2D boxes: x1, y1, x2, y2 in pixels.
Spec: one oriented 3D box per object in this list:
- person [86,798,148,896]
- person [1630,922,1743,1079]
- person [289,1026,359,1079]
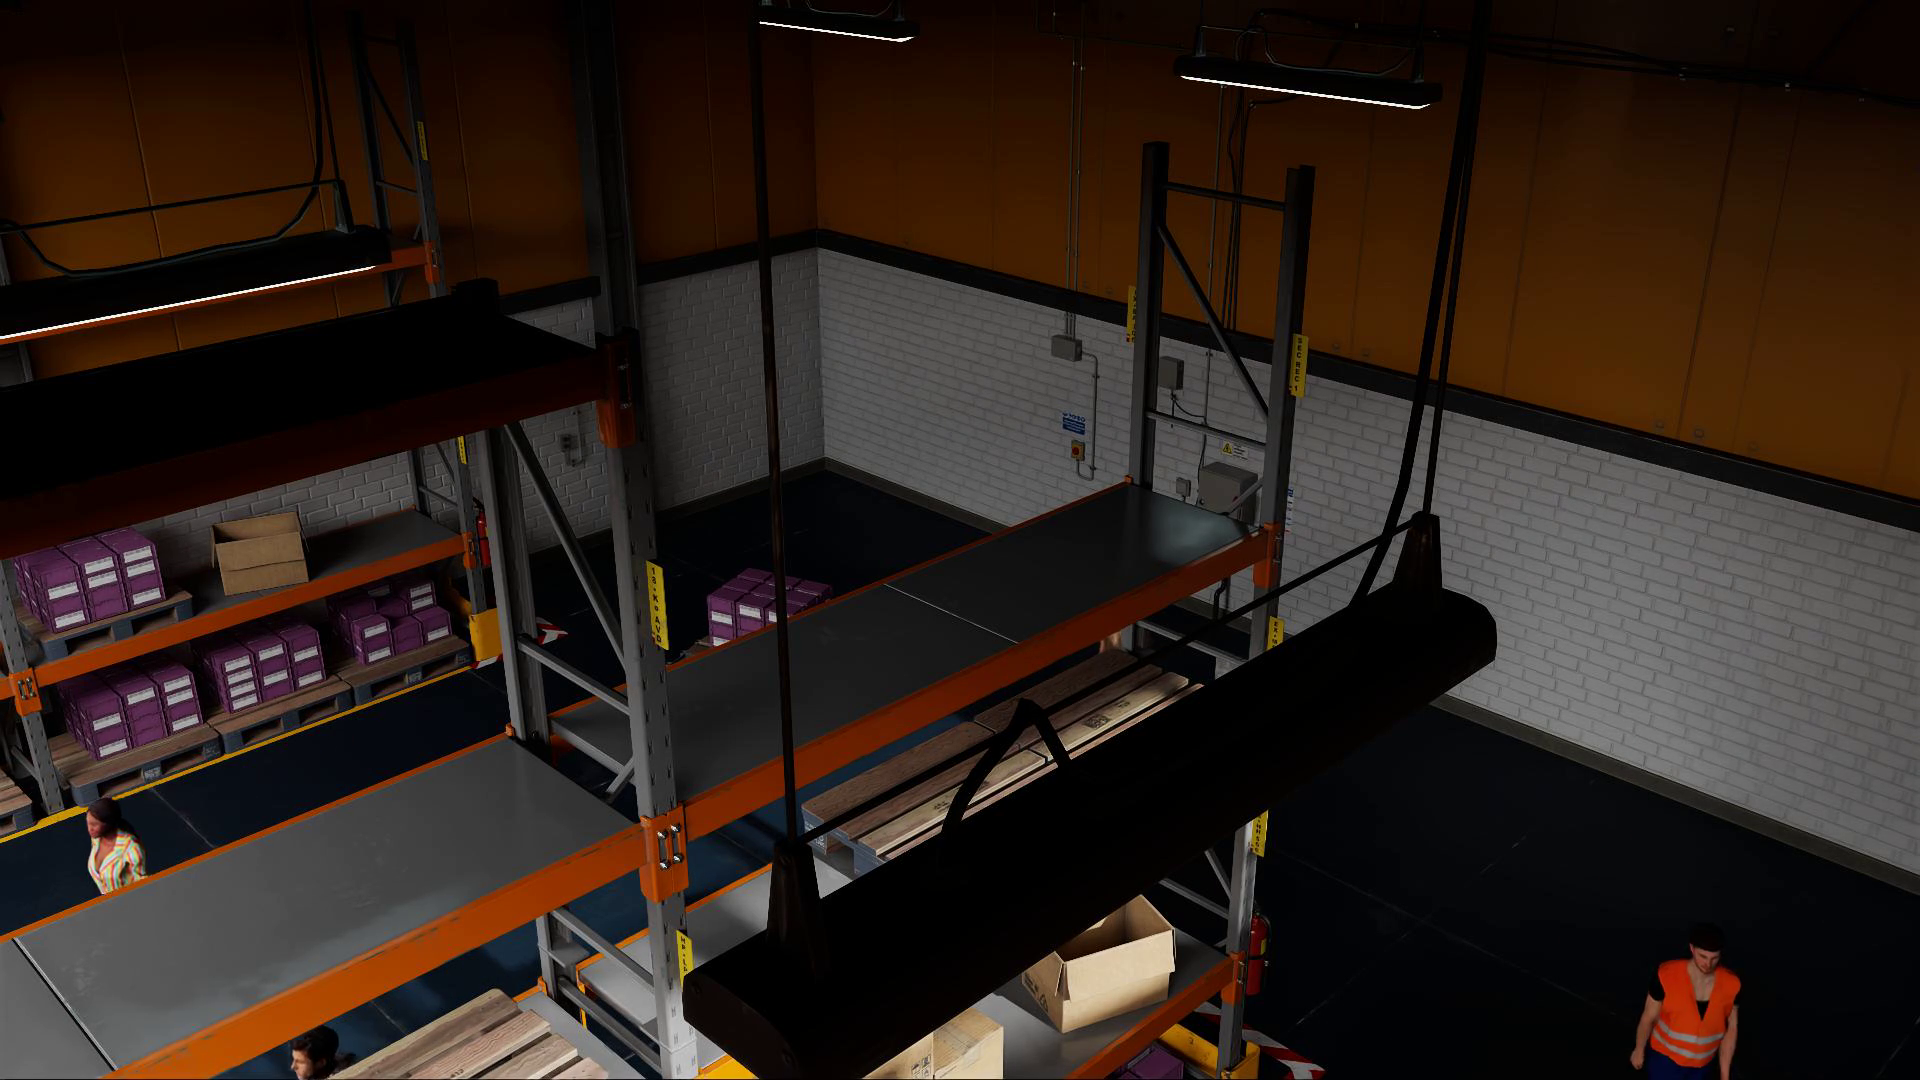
[{"bbox_3d":[-5.462,2.466,11.083,0.779,1.779,0.960,9,25,21],"label":"person"},{"bbox_3d":[4.229,2.971,9.820,0.822,1.865,0.881,1,24,2],"label":"person"},{"bbox_3d":[-3.208,3.351,8.893,0.683,1.912,0.927,21,31,40],"label":"person"}]
